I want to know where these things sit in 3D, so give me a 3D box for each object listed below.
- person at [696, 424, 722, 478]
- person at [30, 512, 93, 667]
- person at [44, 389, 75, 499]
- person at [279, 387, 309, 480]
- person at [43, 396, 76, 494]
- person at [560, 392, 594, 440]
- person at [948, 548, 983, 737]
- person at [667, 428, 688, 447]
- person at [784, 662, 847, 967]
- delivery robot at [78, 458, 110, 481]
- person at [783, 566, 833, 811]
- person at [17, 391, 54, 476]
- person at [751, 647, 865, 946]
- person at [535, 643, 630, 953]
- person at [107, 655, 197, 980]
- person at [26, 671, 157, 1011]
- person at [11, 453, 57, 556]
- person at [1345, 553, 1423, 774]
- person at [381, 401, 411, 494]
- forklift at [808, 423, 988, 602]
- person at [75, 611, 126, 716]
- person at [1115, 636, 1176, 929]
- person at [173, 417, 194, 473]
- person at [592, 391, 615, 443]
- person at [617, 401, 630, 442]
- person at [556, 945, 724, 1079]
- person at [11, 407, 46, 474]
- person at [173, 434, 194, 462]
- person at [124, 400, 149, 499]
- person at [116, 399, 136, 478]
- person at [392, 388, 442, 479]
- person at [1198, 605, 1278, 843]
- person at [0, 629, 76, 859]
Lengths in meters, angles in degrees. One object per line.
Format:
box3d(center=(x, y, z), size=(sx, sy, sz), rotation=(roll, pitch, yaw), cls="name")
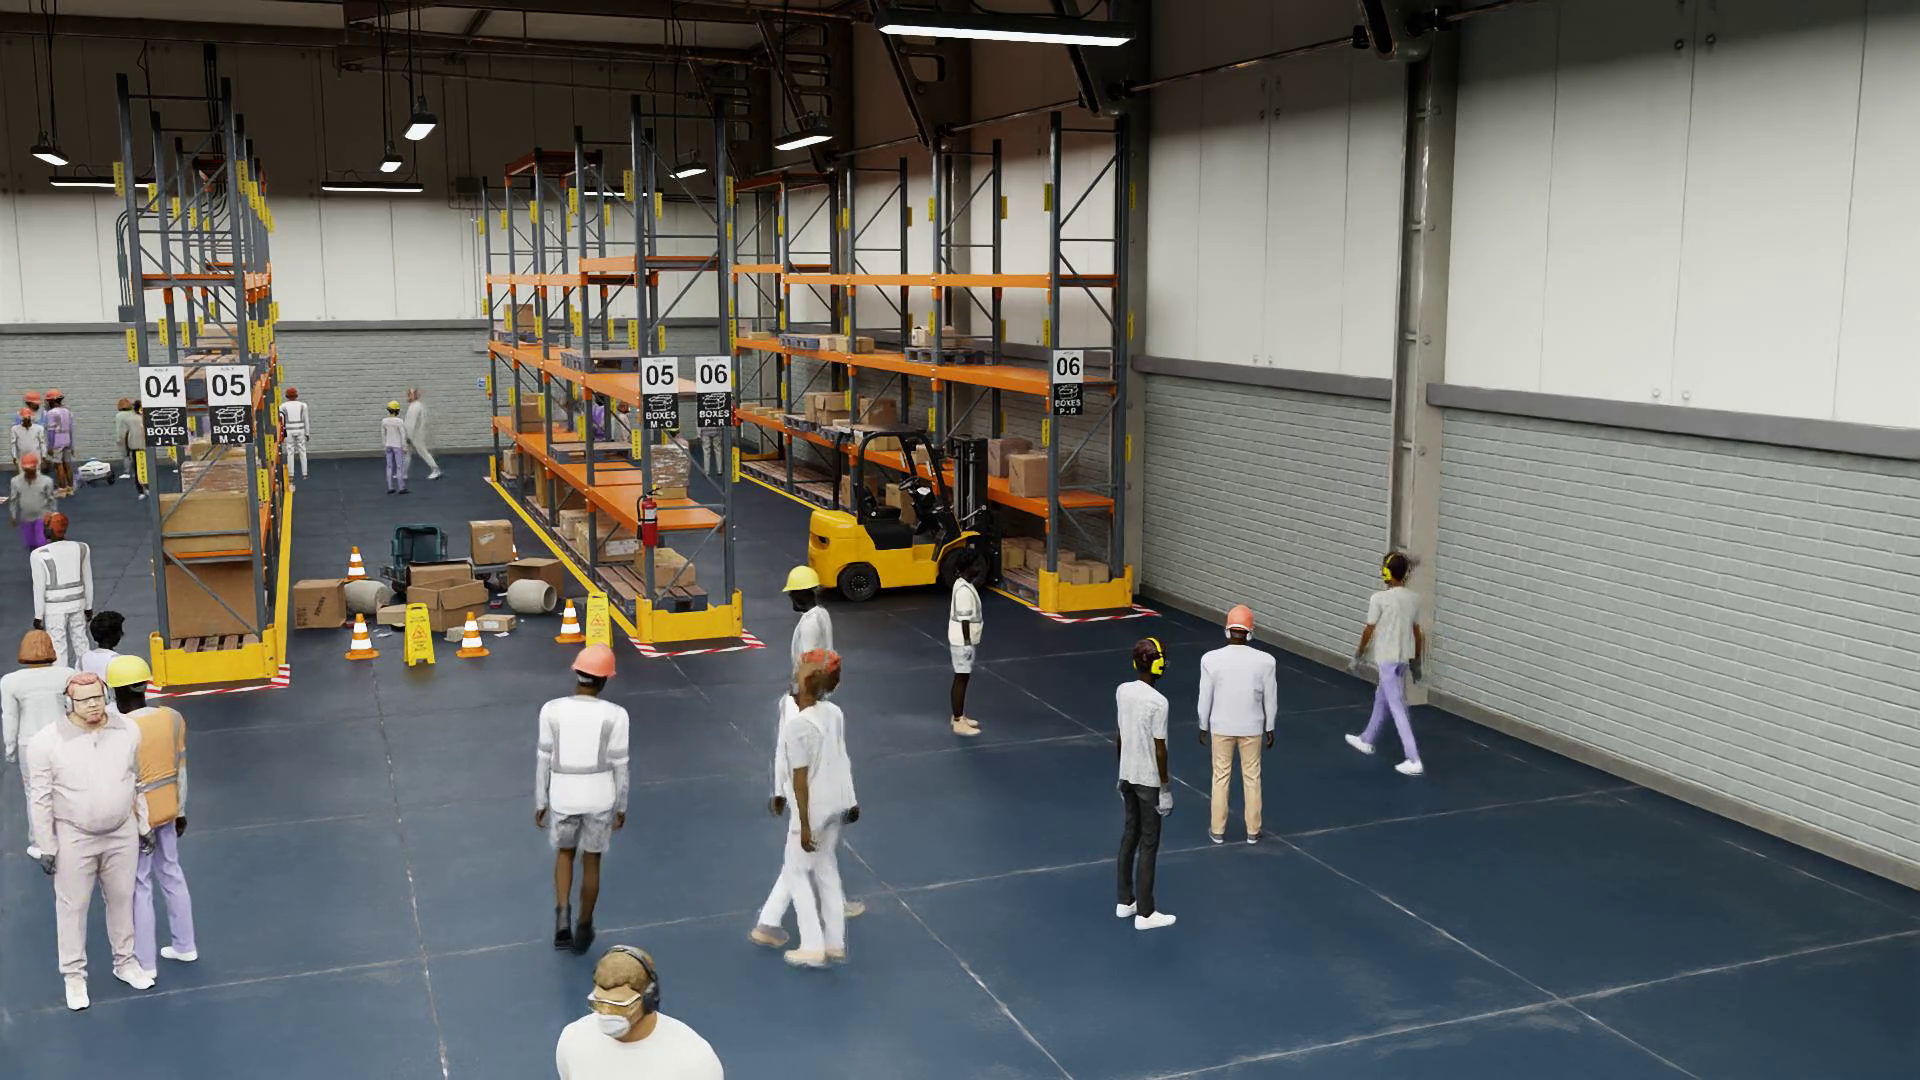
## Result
box3d(center=(-5.098, -2.175, 34.002), size=(0.591, 1.829, 0.404), rotation=(-3, 10, -20), cls="person")
box3d(center=(-8.604, 0.664, 15.960), size=(0.349, 1.884, 0.584), rotation=(5, 10, 30), cls="person")
box3d(center=(-16.764, -1.785, 30.924), size=(0.395, 2.036, 0.601), rotation=(0, 9, 3), cls="person")
box3d(center=(-13.471, -2.148, 33.662), size=(0.574, 1.885, 0.355), rotation=(-5, 10, -30), cls="person")
box3d(center=(-17.024, -1.791, 31.388), size=(0.597, 1.900, 0.696), rotation=(3, 10, 19), cls="person")
box3d(center=(-7.115, -1.798, 30.966), size=(1.047, 2.000, 0.684), rotation=(2, 9, 12), cls="person")
box3d(center=(0.052, 0.908, 15.006), size=(0.319, 1.695, 0.539), rotation=(0, 9, -1), cls="person")
box3d(center=(-4.781, -1.132, 27.664), size=(0.555, 1.748, 0.465), rotation=(0, 9, 2), cls="person")
box3d(center=(-0.858, 1.645, 10.022), size=(0.481, 1.804, 0.533), rotation=(6, 11, 34), cls="person")
box3d(center=(-16.989, -1.369, 32.631), size=(0.477, 0.478, 0.707), rotation=(-1, 9, -3), cls="delivery robot")
box3d(center=(-1.166, 1.149, 12.831), size=(0.406, 1.912, 0.587), rotation=(0, 9, 1), cls="person")
box3d(center=(-17.092, -1.758, 30.799), size=(0.542, 2.015, 0.637), rotation=(5, 11, 31), cls="person")
box3d(center=(-0.964, 1.578, 10.347), size=(0.904, 1.853, 0.569), rotation=(-6, 11, -35), cls="person")
box3d(center=(-2.289, 1.579, 10.107), size=(0.586, 1.913, 0.477), rotation=(0, 9, -2), cls="person")
box3d(center=(-4.831, 1.626, 9.834), size=(0.400, 1.914, 0.584), rotation=(3, 10, 21), cls="person")
box3d(center=(-4.913, 1.682, 9.475), size=(0.406, 1.910, 0.639), rotation=(8, 12, 41), cls="person")
box3d(center=(-12.644, -0.346, 22.746), size=(0.570, 1.734, 0.529), rotation=(-2, 9, -12), cls="person")
box3d(center=(3.614, 1.010, 14.007), size=(0.513, 1.816, 1.019), rotation=(-5, 10, -29), cls="person")
box3d(center=(-10.716, -1.755, 31.555), size=(0.523, 1.769, 0.324), rotation=(3, 10, 20), cls="person")
box3d(center=(-0.830, -0.399, 21.676), size=(2.313, 2.155, 1.214), rotation=(-4, 10, -21), cls="forklift")
box3d(center=(-6.213, 1.357, 12.199), size=(0.533, 1.693, 0.319), rotation=(4, 10, 23), cls="person")
box3d(center=(1.180, 1.534, 10.569), size=(0.335, 1.860, 0.508), rotation=(-5, 10, -29), cls="person")
box3d(center=(-16.359, -2.377, 34.957), size=(0.354, 1.929, 0.592), rotation=(4, 10, 23), cls="person")
box3d(center=(-7.177, -2.086, 33.444), size=(0.643, 1.836, 0.431), rotation=(8, 12, 41), cls="person")
box3d(center=(-6.743, -1.994, 33.470), size=(0.280, 1.634, 0.498), rotation=(-2, 9, -9), cls="person")
box3d(center=(-1.083, 2.280, 5.643), size=(0.628, 1.933, 0.368), rotation=(4, 10, 22), cls="person")
box3d(center=(-16.895, -1.531, 30.182), size=(0.563, 1.752, 0.327), rotation=(-4, 10, -25), cls="person")
box3d(center=(-16.641, -2.447, 35.721), size=(0.519, 1.832, 0.575), rotation=(-5, 10, -30), cls="person")
box3d(center=(-15.228, -1.689, 30.911), size=(0.550, 1.835, 0.658), rotation=(-2, 9, -10), cls="person")
box3d(center=(-17.025, -2.075, 34.016), size=(0.286, 1.628, 0.506), rotation=(4, 10, 25), cls="person")
box3d(center=(-11.050, -2.148, 33.771), size=(0.990, 1.865, 0.648), rotation=(-3, 10, -19), cls="person")
box3d(center=(2.018, 1.338, 12.122), size=(0.575, 1.749, 0.334), rotation=(1, 9, 6), cls="person")
box3d(center=(-6.513, 1.444, 11.836), size=(0.509, 1.632, 0.265), rotation=(-6, 11, -33), cls="person")
